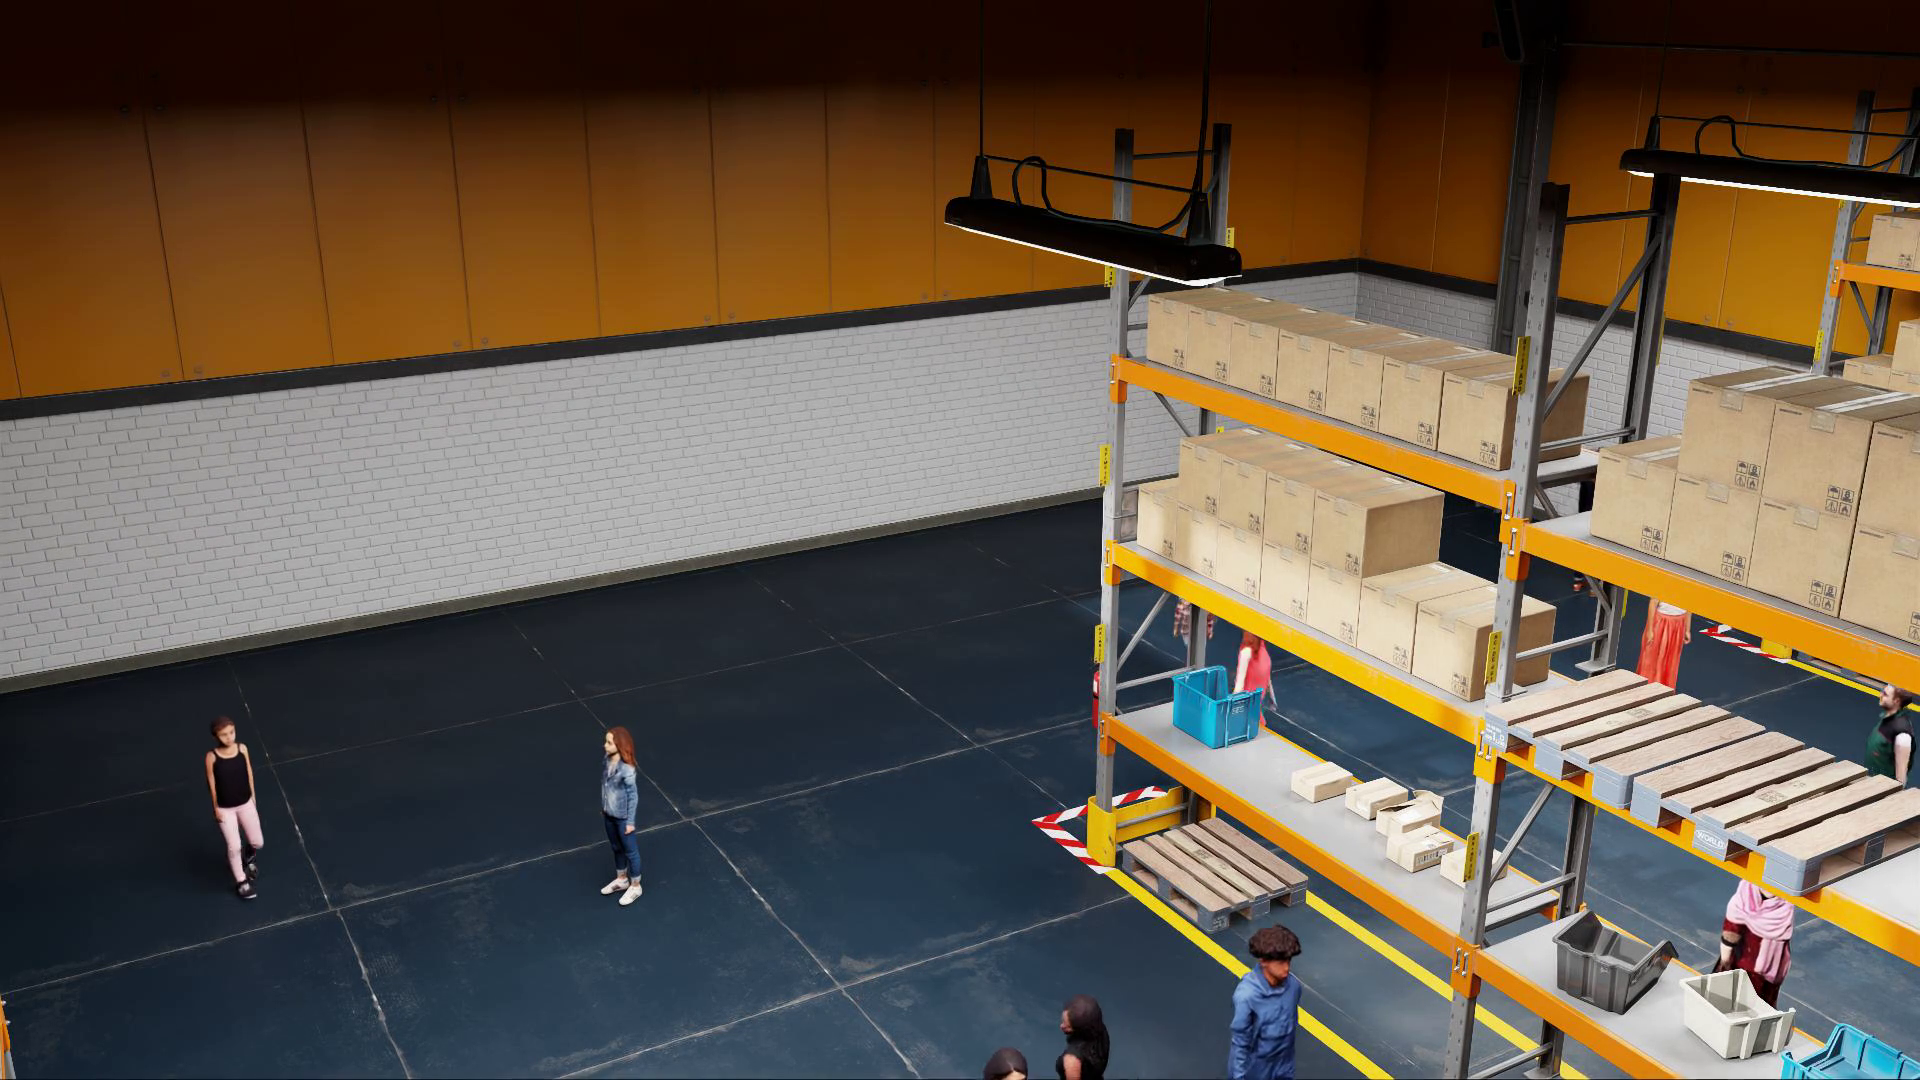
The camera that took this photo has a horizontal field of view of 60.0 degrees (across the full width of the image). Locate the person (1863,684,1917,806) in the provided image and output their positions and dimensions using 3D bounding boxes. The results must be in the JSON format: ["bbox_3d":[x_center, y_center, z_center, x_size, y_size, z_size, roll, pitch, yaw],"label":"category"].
[{"bbox_3d":[7.478,1.984,13.321,1.252,1.804,1.112,8,20,22],"label":"person"}]

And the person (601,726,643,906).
[{"bbox_3d":[-2.704,2.173,13.271,0.530,1.477,0.675,17,25,41],"label":"person"}]

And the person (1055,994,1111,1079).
[{"bbox_3d":[0.771,3.345,9.457,1.091,1.689,0.819,17,25,40],"label":"person"}]

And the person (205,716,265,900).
[{"bbox_3d":[-5.849,2.114,13.327,0.588,1.552,0.714,-17,25,-41],"label":"person"}]

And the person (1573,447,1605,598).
[{"bbox_3d":[7.615,-0.236,19.892,0.770,1.818,0.546,-13,22,-33],"label":"person"}]

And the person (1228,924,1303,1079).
[{"bbox_3d":[1.756,3.111,10.010,0.751,1.780,1.131,-8,20,-22],"label":"person"}]

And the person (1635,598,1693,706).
[{"bbox_3d":[7.035,0.889,16.575,0.709,1.802,0.709,-2,19,-6],"label":"person"}]
